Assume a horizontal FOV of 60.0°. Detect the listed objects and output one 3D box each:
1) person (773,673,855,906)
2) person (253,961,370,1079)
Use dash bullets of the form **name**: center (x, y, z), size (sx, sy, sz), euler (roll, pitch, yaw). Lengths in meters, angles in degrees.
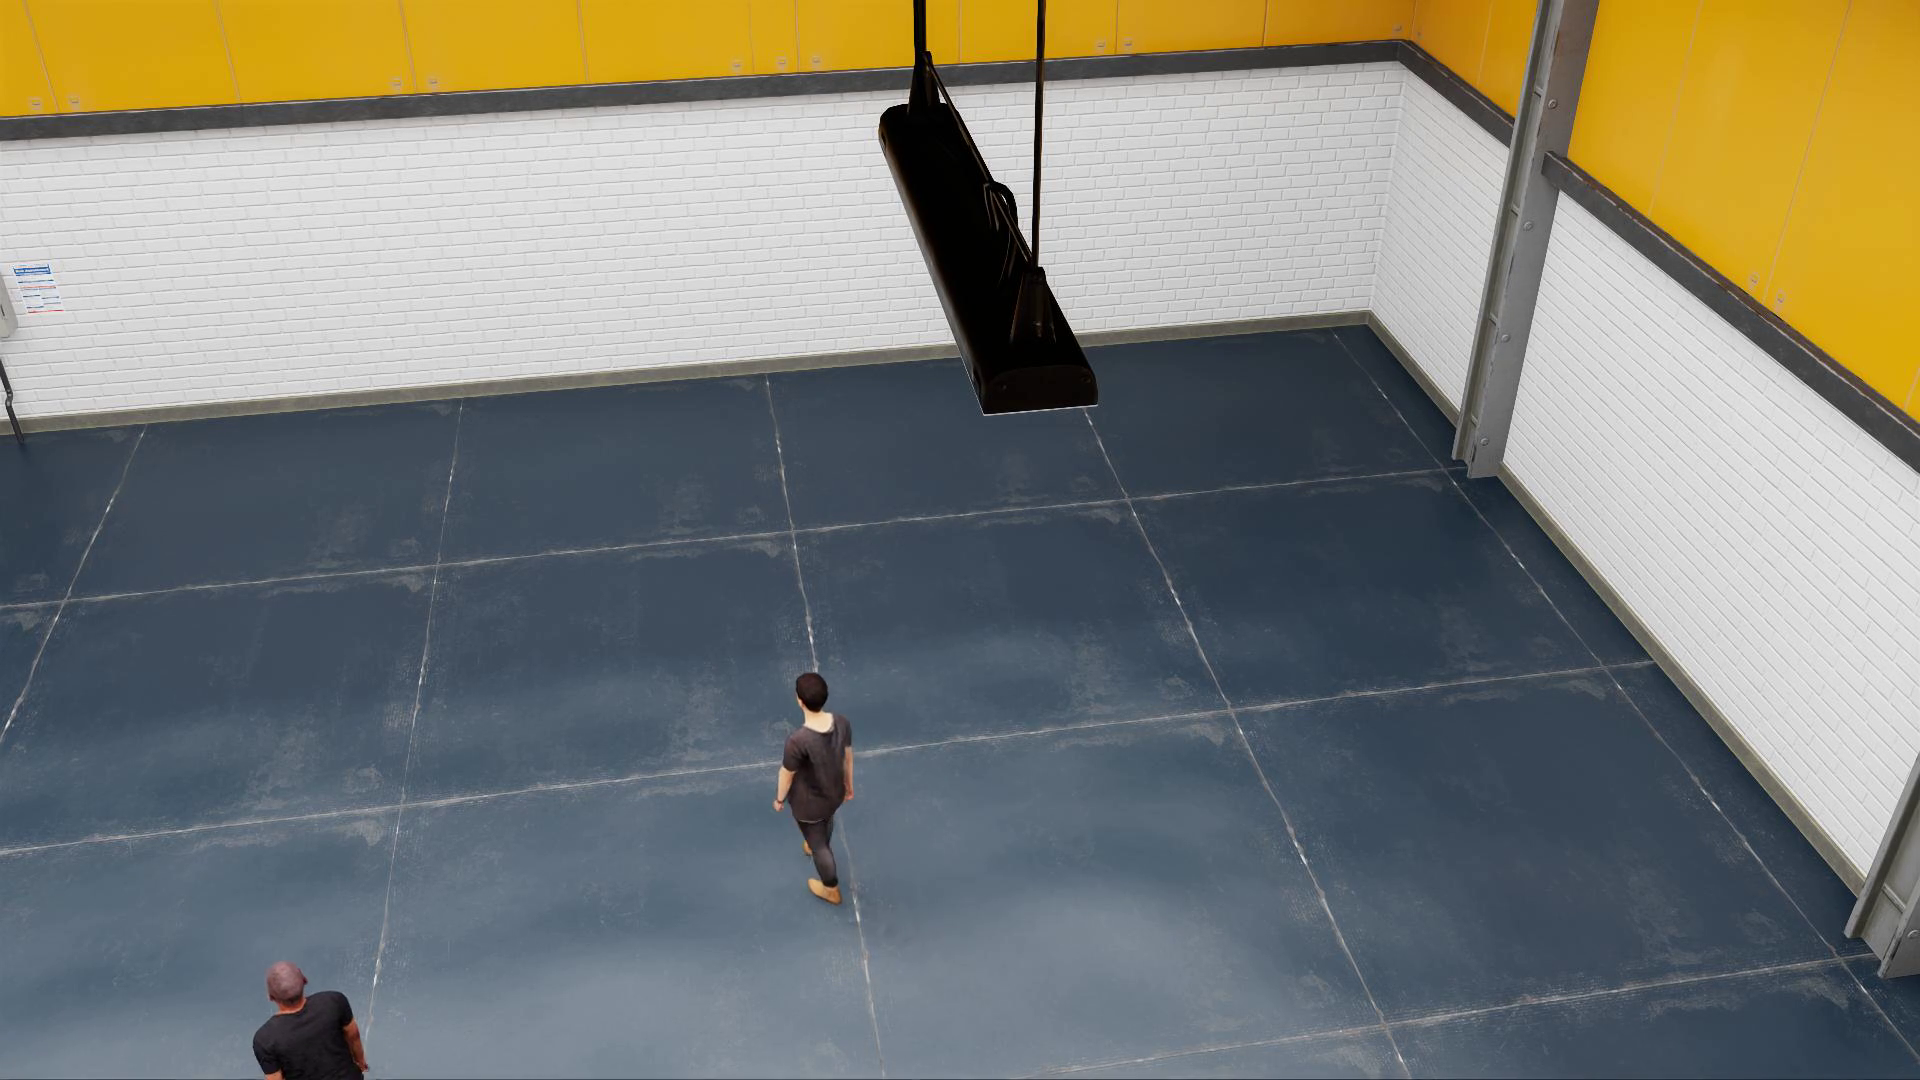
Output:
- **person**: center (-0.840, 1.604, 10.386), size (0.856, 1.695, 0.940), euler (-29, 43, -36)
- **person**: center (-3.159, 2.887, 8.412), size (1.092, 1.744, 1.323), euler (-25, 41, -33)
